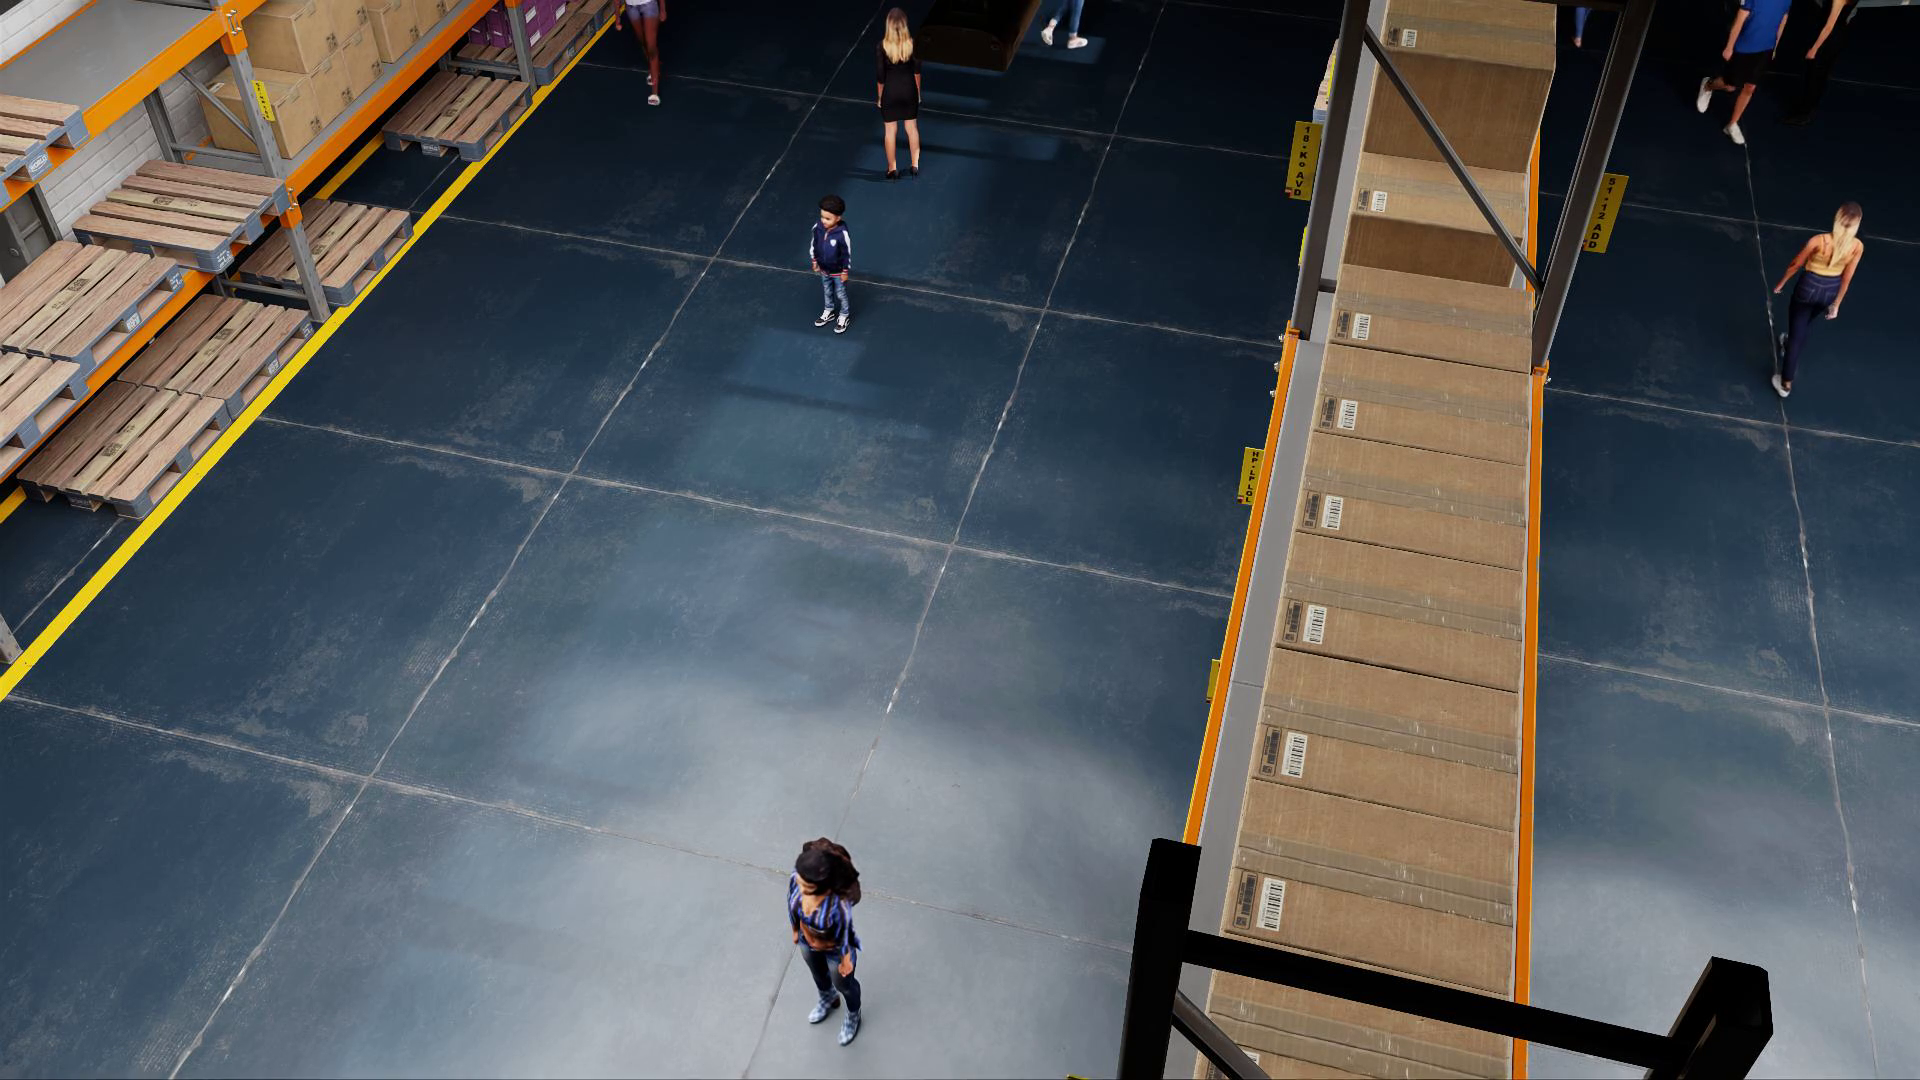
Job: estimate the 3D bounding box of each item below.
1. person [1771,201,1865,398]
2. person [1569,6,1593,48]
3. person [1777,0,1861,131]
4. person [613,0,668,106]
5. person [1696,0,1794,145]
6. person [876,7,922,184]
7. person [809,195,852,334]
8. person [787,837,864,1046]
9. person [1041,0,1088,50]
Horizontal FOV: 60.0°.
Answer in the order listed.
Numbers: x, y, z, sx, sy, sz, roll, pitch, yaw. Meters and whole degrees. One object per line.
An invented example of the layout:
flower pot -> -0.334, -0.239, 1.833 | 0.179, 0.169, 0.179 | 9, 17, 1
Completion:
person -> 6.599, -1.817, 12.834 | 0.688, 1.596, 1.012 | 3, 44, 4
person -> 6.529, -5.865, 17.103 | 0.602, 1.567, 1.014 | 10, 44, 10
person -> 8.258, -4.727, 15.823 | 0.646, 1.687, 0.742 | -34, 53, -30
person -> -3.101, -5.236, 16.355 | 0.719, 1.689, 1.089 | 5, 44, 5
person -> 7.431, -4.701, 15.680 | 0.907, 1.845, 1.096 | -7, 44, -7
person -> -0.557, -4.031, 15.101 | 0.619, 1.675, 0.621 | -10, 45, -11
person -> -1.037, -2.268, 13.579 | 0.566, 1.222, 0.565 | 22, 48, 21
person -> -0.695, 2.098, 8.707 | 0.684, 1.620, 0.664 | 26, 49, 25
person -> 1.087, -5.695, 16.996 | 0.879, 1.470, 0.818 | -22, 48, -21
